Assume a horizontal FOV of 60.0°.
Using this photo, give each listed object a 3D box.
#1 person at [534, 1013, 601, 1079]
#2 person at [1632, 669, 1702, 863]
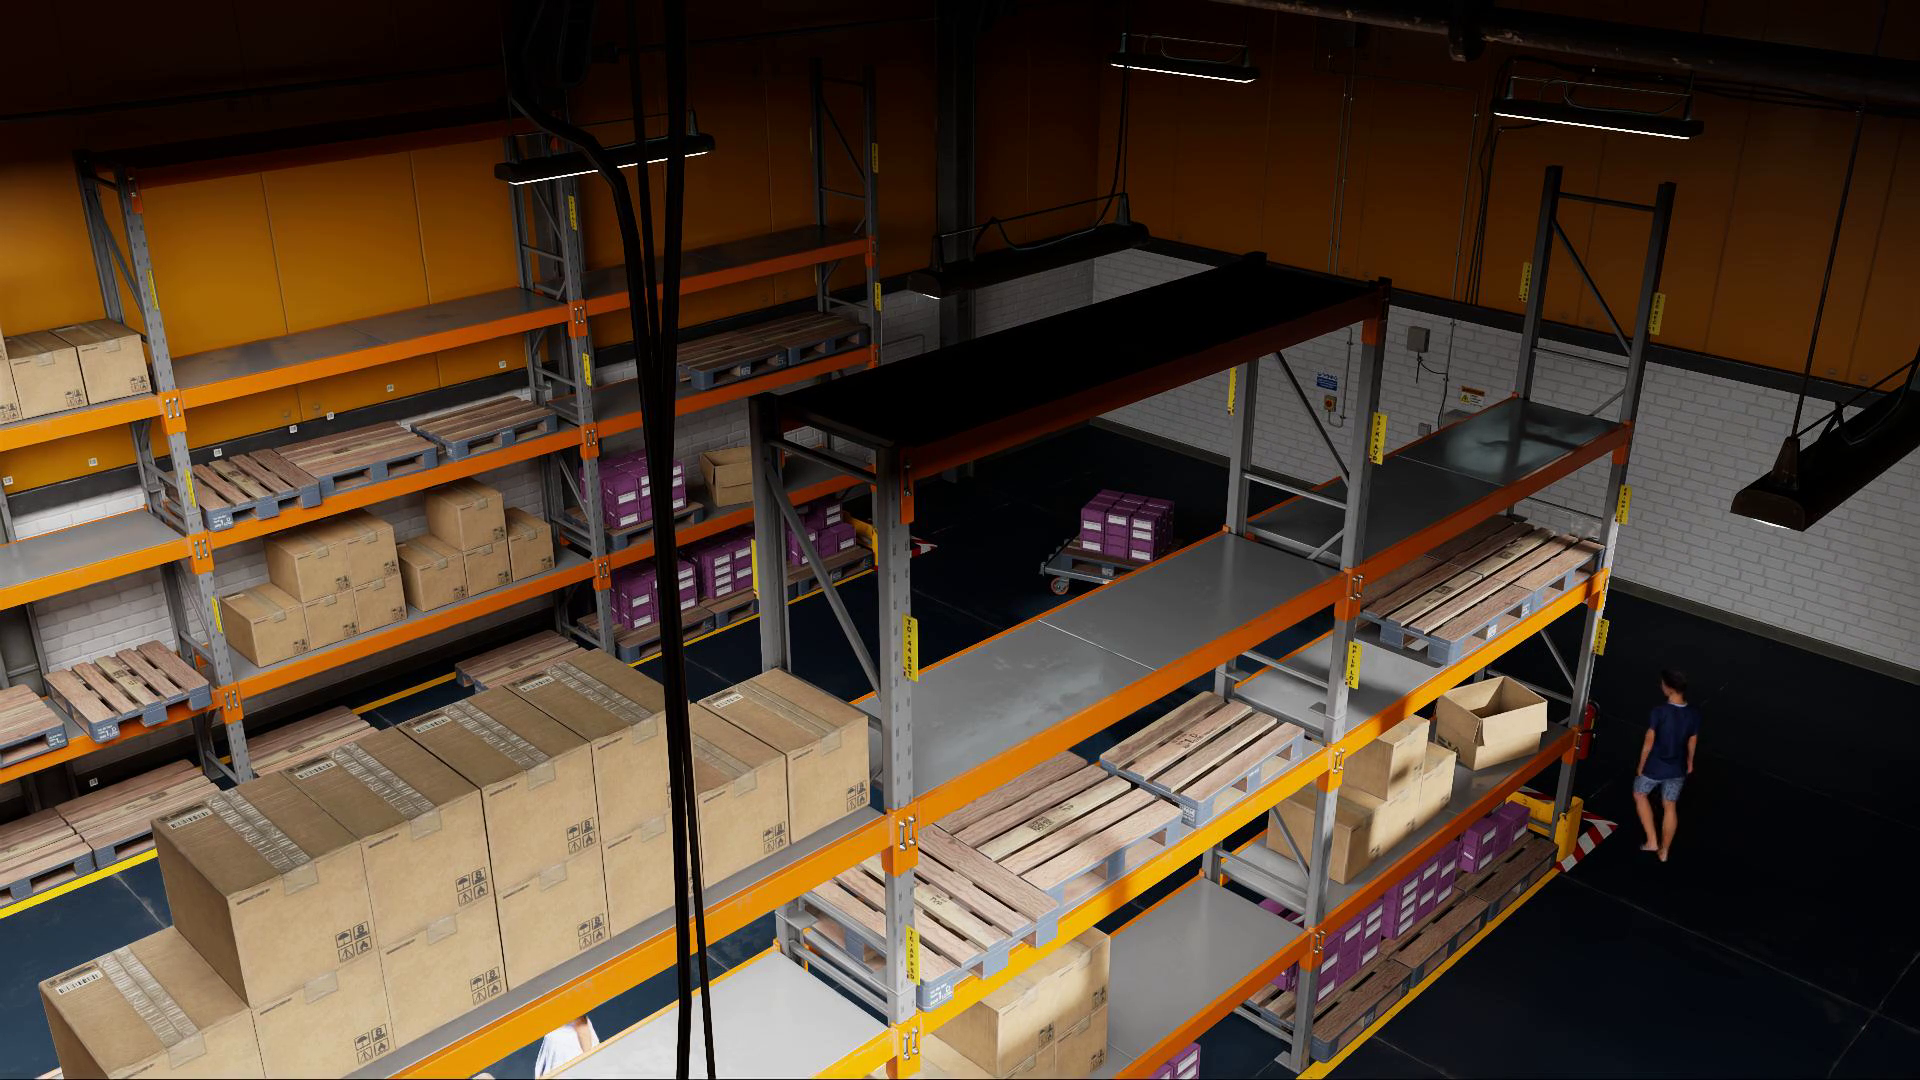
[{"bbox_3d":[-2.615,3.451,11.215,0.744,1.813,0.722,-18,29,-35],"label":"person"},{"bbox_3d":[6.160,2.017,14.480,0.788,1.825,0.853,0,24,1],"label":"person"}]
